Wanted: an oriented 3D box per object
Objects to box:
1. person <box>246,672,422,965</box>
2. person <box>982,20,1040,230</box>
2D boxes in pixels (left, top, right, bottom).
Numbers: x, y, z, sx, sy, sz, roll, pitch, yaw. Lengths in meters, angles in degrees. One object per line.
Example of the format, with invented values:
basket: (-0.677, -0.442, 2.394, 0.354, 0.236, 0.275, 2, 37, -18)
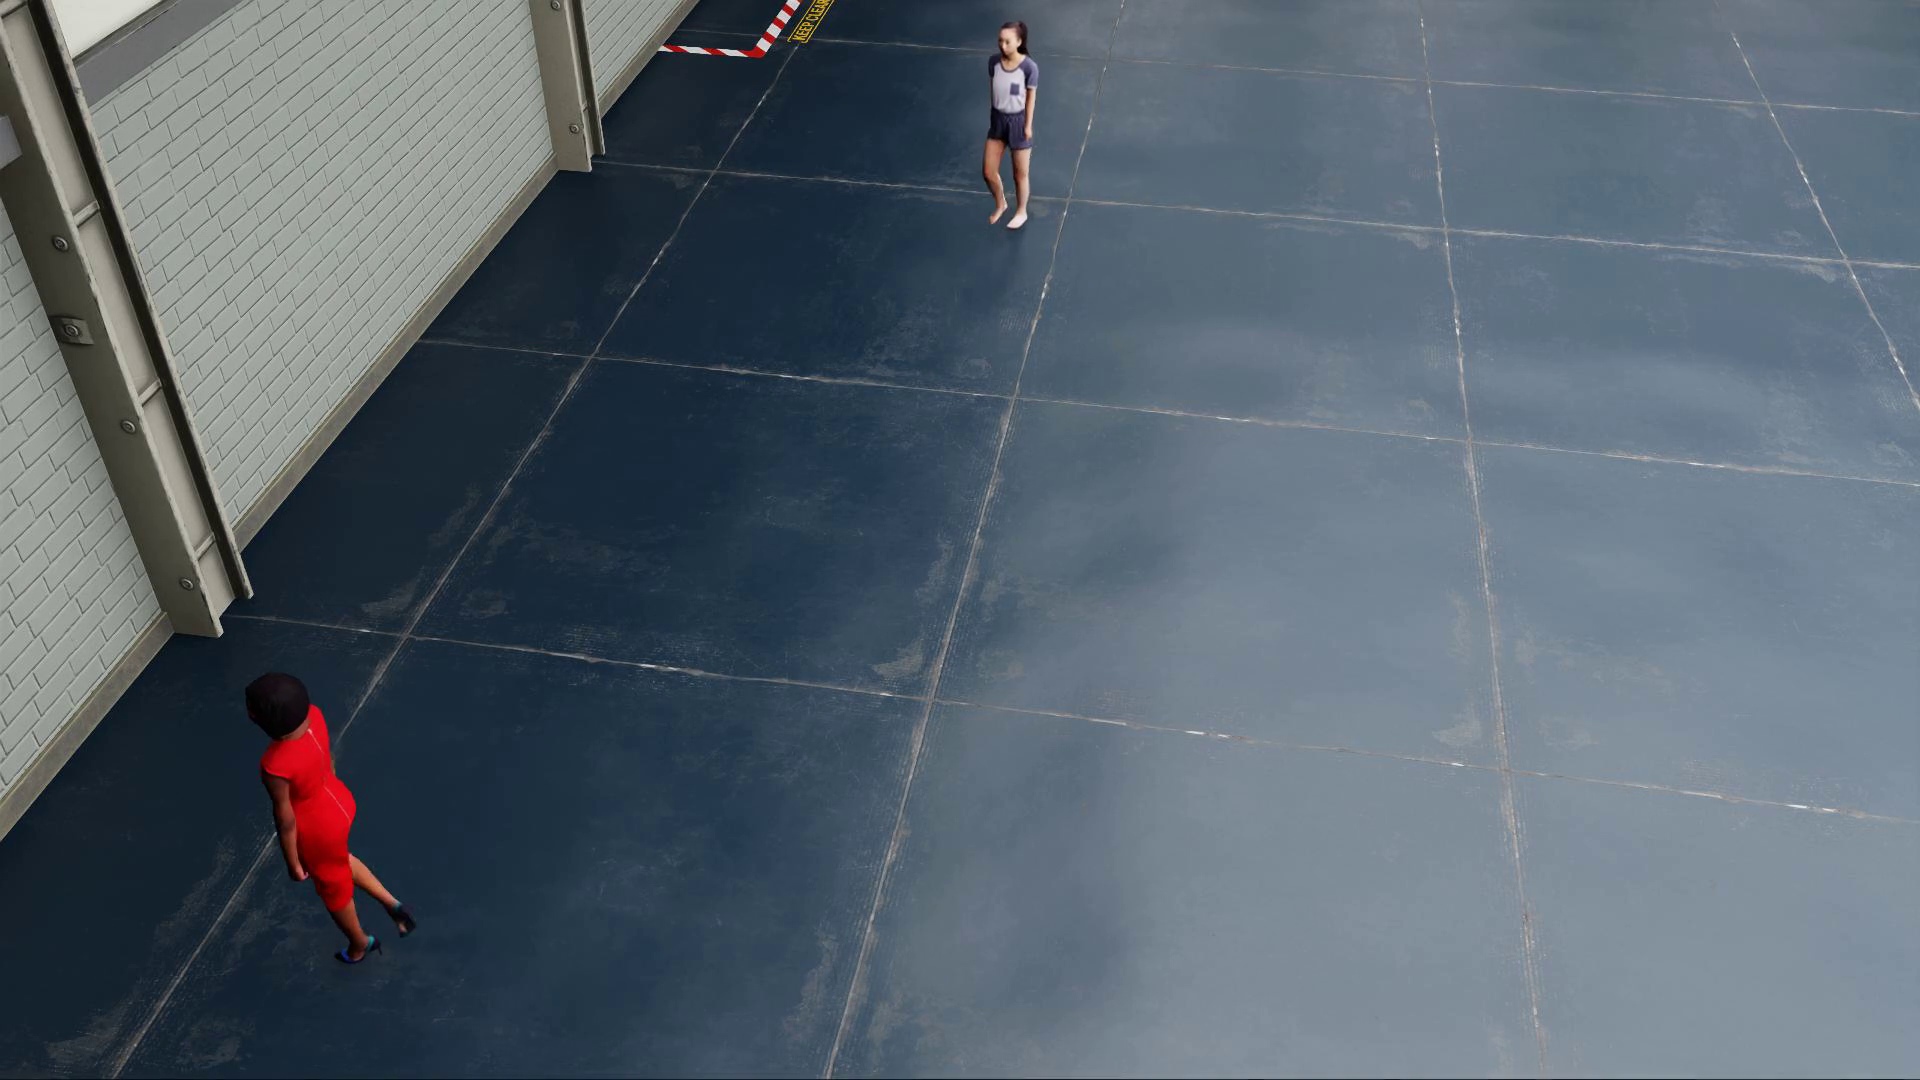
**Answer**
person: (-2.620, 1.224, 7.039, 0.668, 1.734, 0.643, 4, 38, 5)
person: (0.440, -3.189, 12.760, 0.686, 1.636, 0.695, 20, 42, 23)
